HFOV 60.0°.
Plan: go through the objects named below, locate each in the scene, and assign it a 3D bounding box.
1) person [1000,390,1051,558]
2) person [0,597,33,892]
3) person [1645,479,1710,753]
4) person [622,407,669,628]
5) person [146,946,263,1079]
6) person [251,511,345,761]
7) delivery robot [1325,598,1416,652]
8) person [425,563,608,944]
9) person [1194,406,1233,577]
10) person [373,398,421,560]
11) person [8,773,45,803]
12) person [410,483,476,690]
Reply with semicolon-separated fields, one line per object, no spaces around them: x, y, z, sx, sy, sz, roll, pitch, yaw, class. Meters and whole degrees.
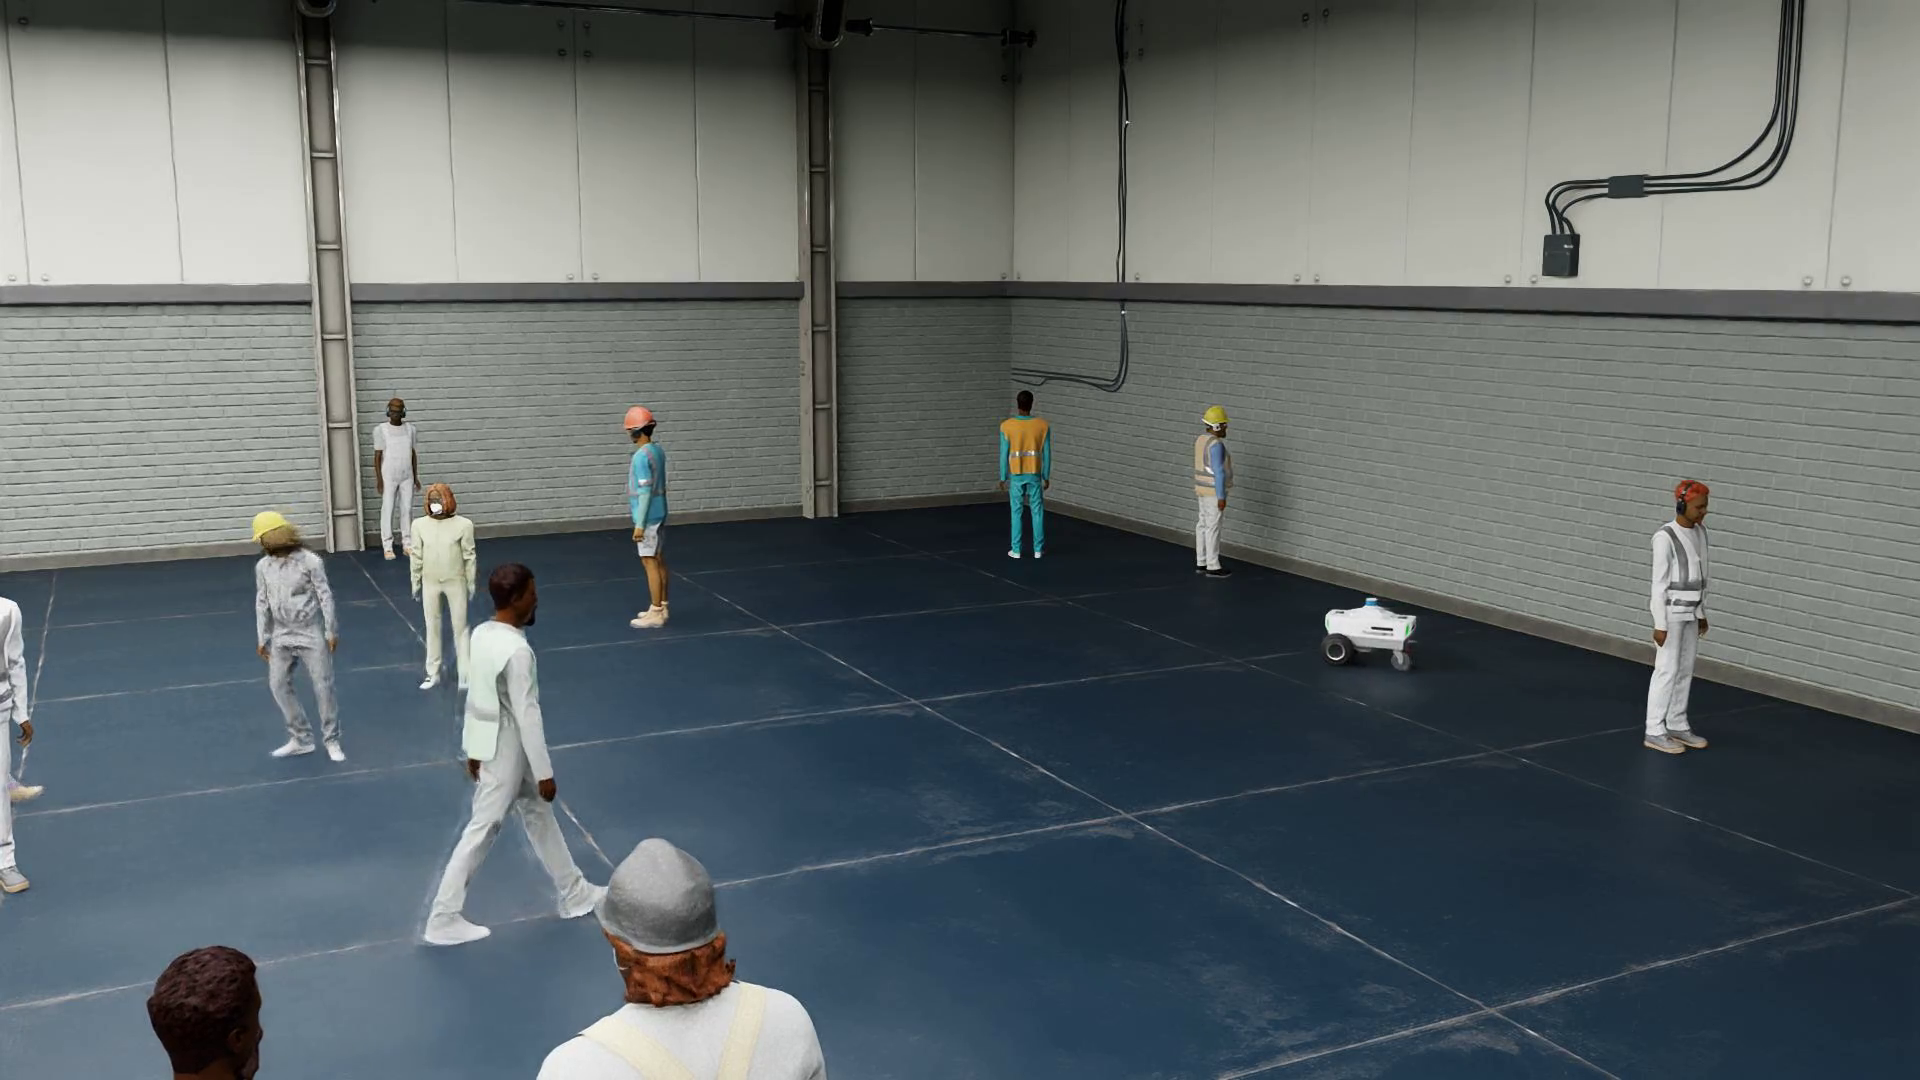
0.745;-0.743;18.986;0.587;1.918;0.395;-1;9;-4;person
-5.161;0.947;8.678;0.358;1.882;0.574;9;13;44;person
4.909;0.518;11.348;0.588;1.878;0.371;-7;12;-38;person
-2.898;-0.207;15.309;0.398;2.038;0.611;1;9;5;person
-1.523;1.777;3.452;0.587;1.920;0.392;2;9;12;person
-4.404;0.648;11.098;0.557;1.706;0.383;2;9;10;person
3.420;0.724;13.842;0.707;0.478;0.477;4;10;24;delivery robot
-2.189;1.039;8.177;1.028;1.862;0.607;-5;10;-28;person
2.727;-0.520;17.867;0.403;1.834;0.589;-2;9;-13;person
-6.402;-0.697;18.940;0.506;1.841;0.346;-8;12;-42;person
-6.127;0.797;9.901;1.009;1.795;0.526;-7;12;-39;person
-4.050;0.362;13.051;0.507;1.632;0.275;-1;9;-3;person
